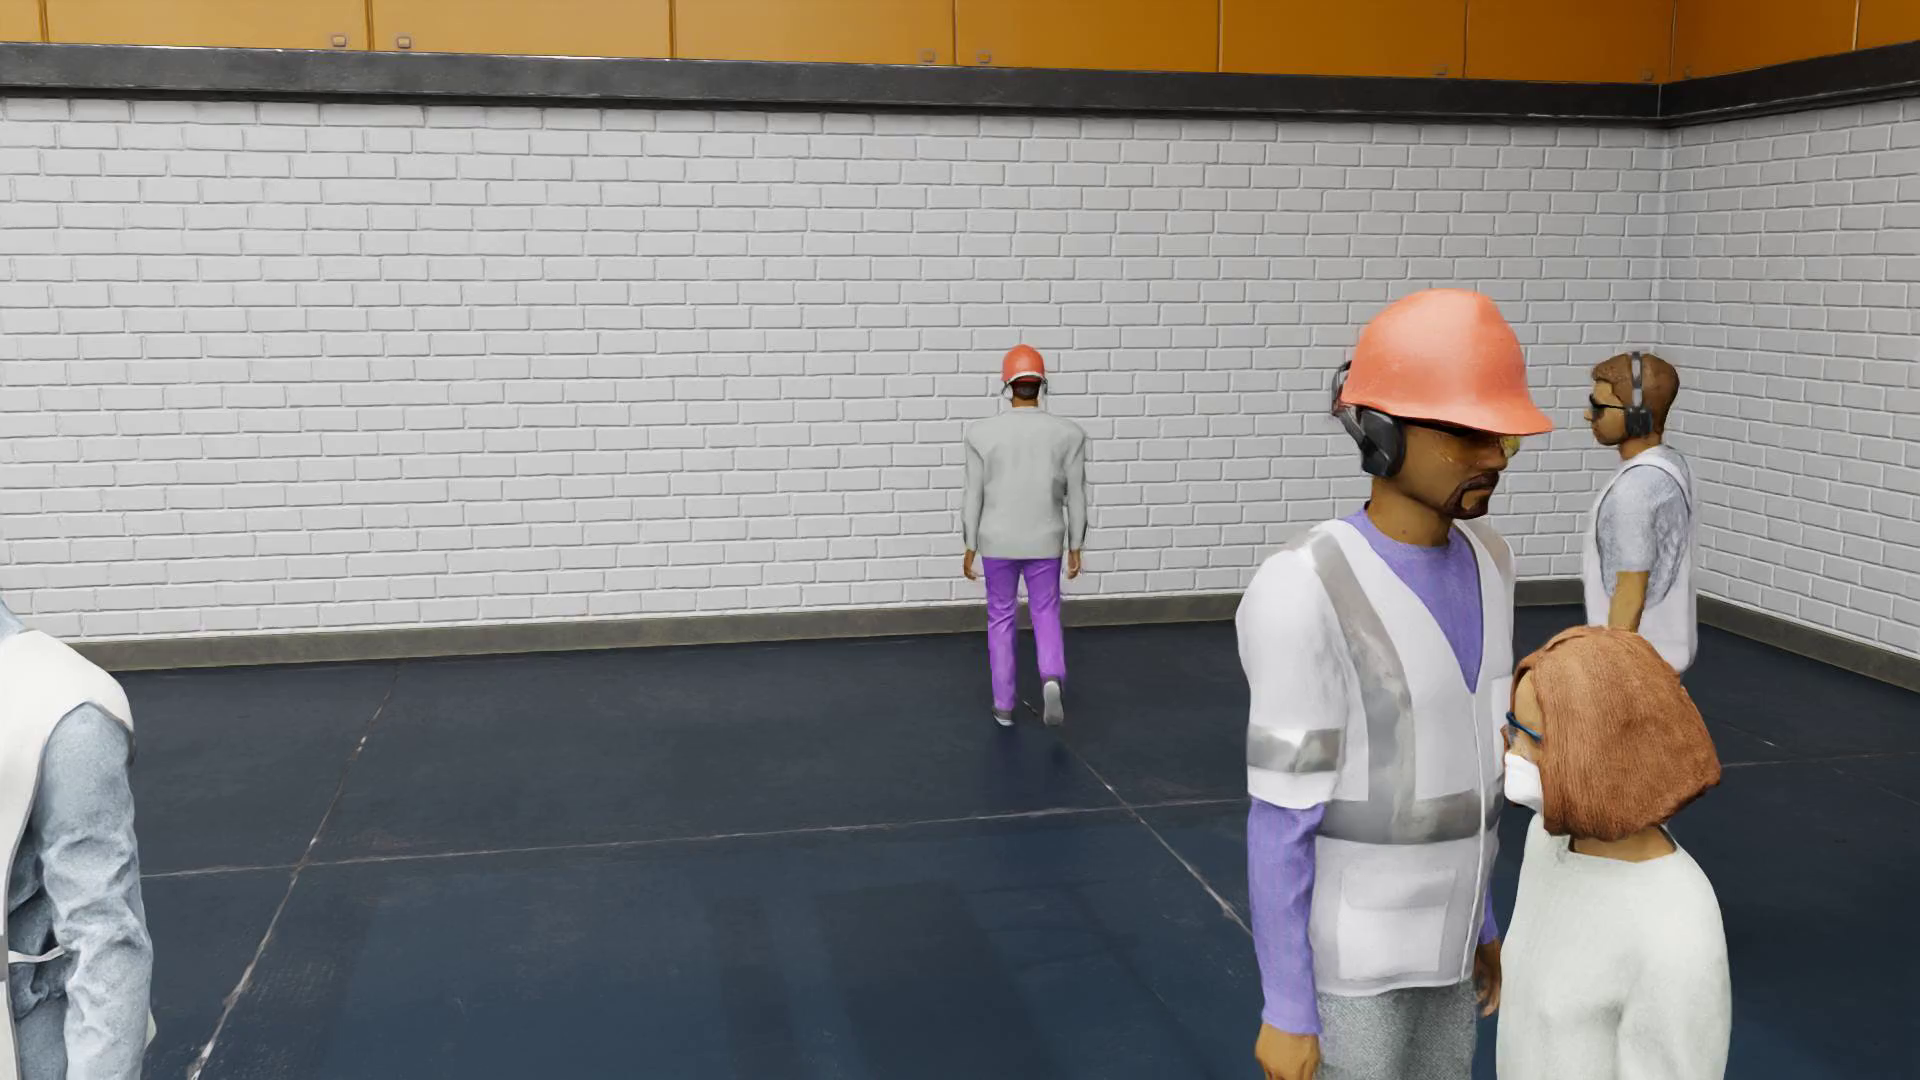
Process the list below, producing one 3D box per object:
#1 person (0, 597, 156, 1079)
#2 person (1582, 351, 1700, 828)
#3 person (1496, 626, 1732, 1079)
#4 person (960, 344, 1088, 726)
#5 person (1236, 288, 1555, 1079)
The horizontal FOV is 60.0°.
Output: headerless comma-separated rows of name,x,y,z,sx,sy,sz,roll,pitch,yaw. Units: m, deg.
person,-1.324,0.754,2.251,0.587,1.920,0.392,4,10,25
person,1.972,0.371,4.867,0.387,1.831,0.554,6,11,33
person,0.821,0.912,2.187,0.277,1.627,0.505,0,9,1
person,0.290,0.001,7.412,0.570,1.736,0.551,-1,9,-6
person,0.698,0.632,2.624,0.615,2.038,0.396,-8,13,-42
